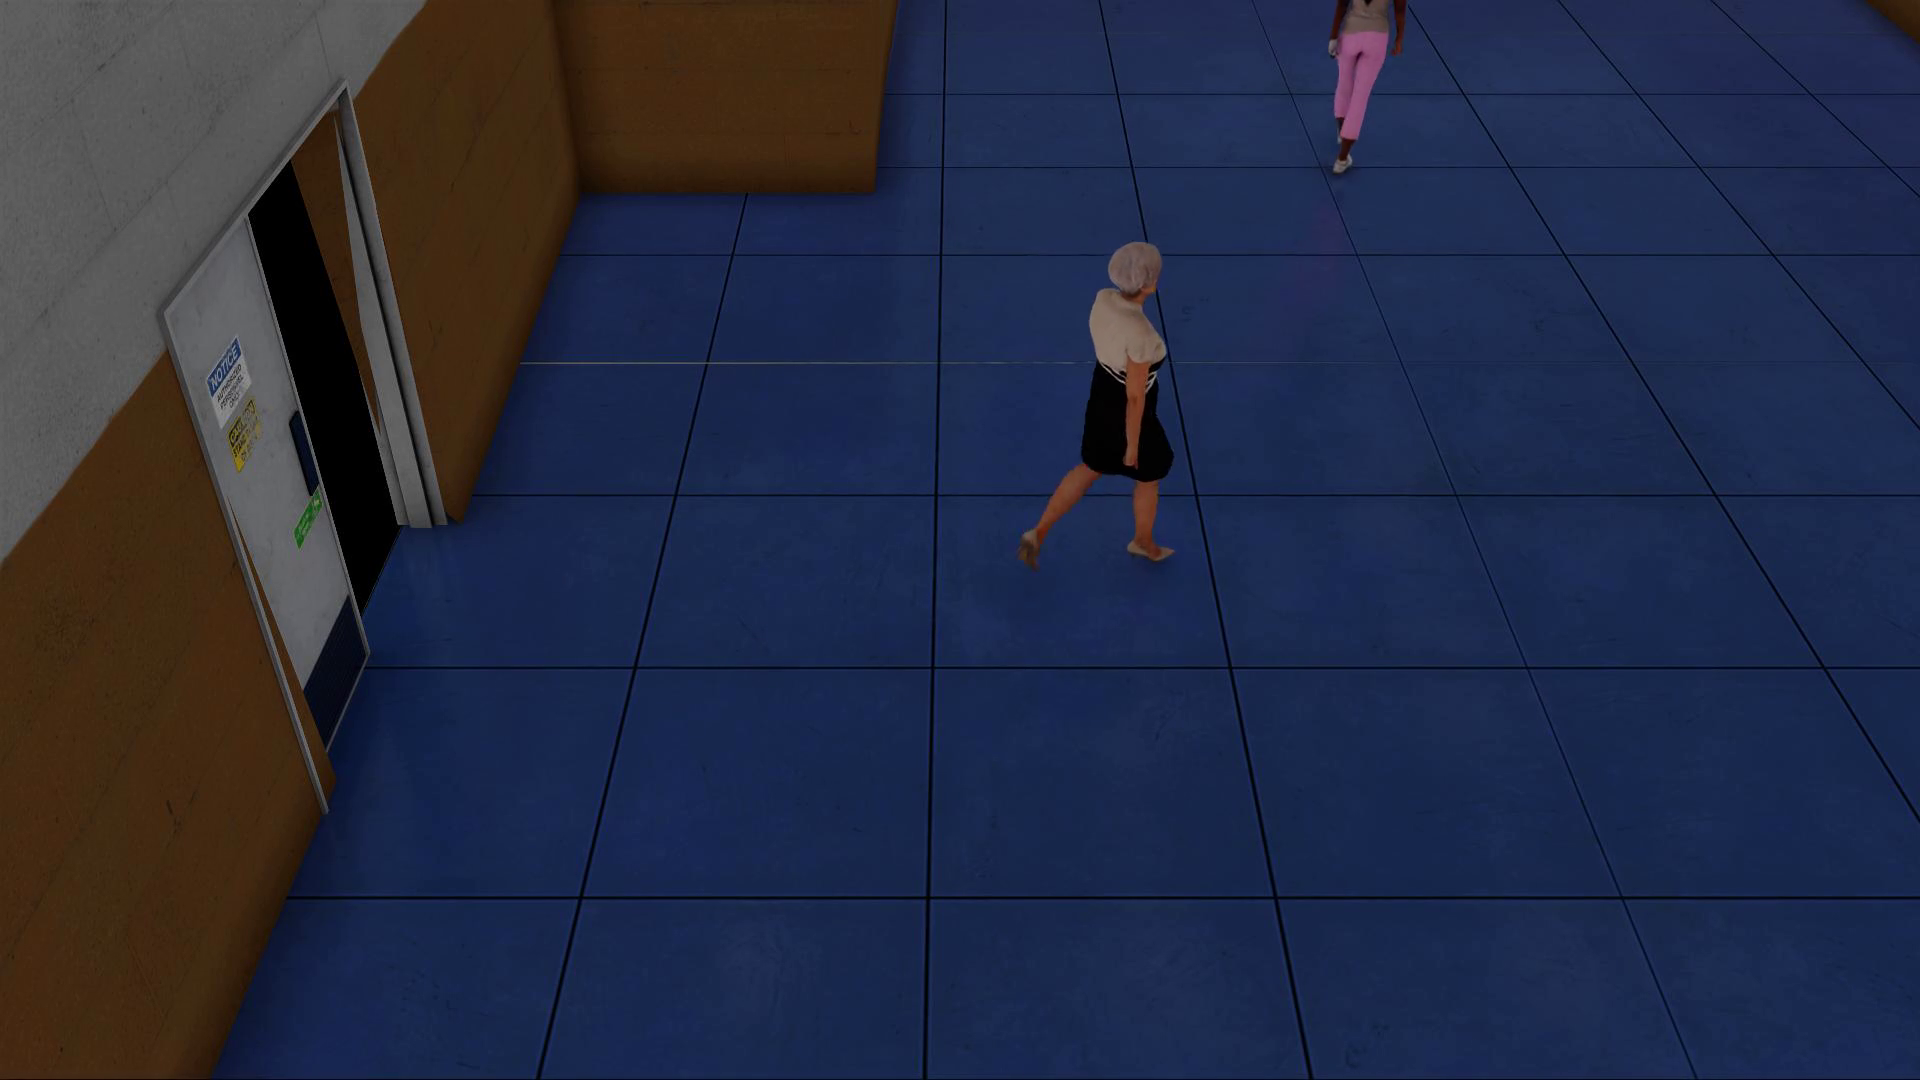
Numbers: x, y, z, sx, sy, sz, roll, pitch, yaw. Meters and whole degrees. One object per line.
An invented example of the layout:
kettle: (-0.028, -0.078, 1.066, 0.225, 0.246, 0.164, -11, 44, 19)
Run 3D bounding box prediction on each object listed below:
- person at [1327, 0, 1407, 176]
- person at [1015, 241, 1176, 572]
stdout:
person: (2.687, -3.292, 11.165, 0.982, 1.719, 0.909, 14, 39, 18)
person: (0.635, -0.528, 7.478, 1.147, 1.725, 0.923, -16, 40, -21)
